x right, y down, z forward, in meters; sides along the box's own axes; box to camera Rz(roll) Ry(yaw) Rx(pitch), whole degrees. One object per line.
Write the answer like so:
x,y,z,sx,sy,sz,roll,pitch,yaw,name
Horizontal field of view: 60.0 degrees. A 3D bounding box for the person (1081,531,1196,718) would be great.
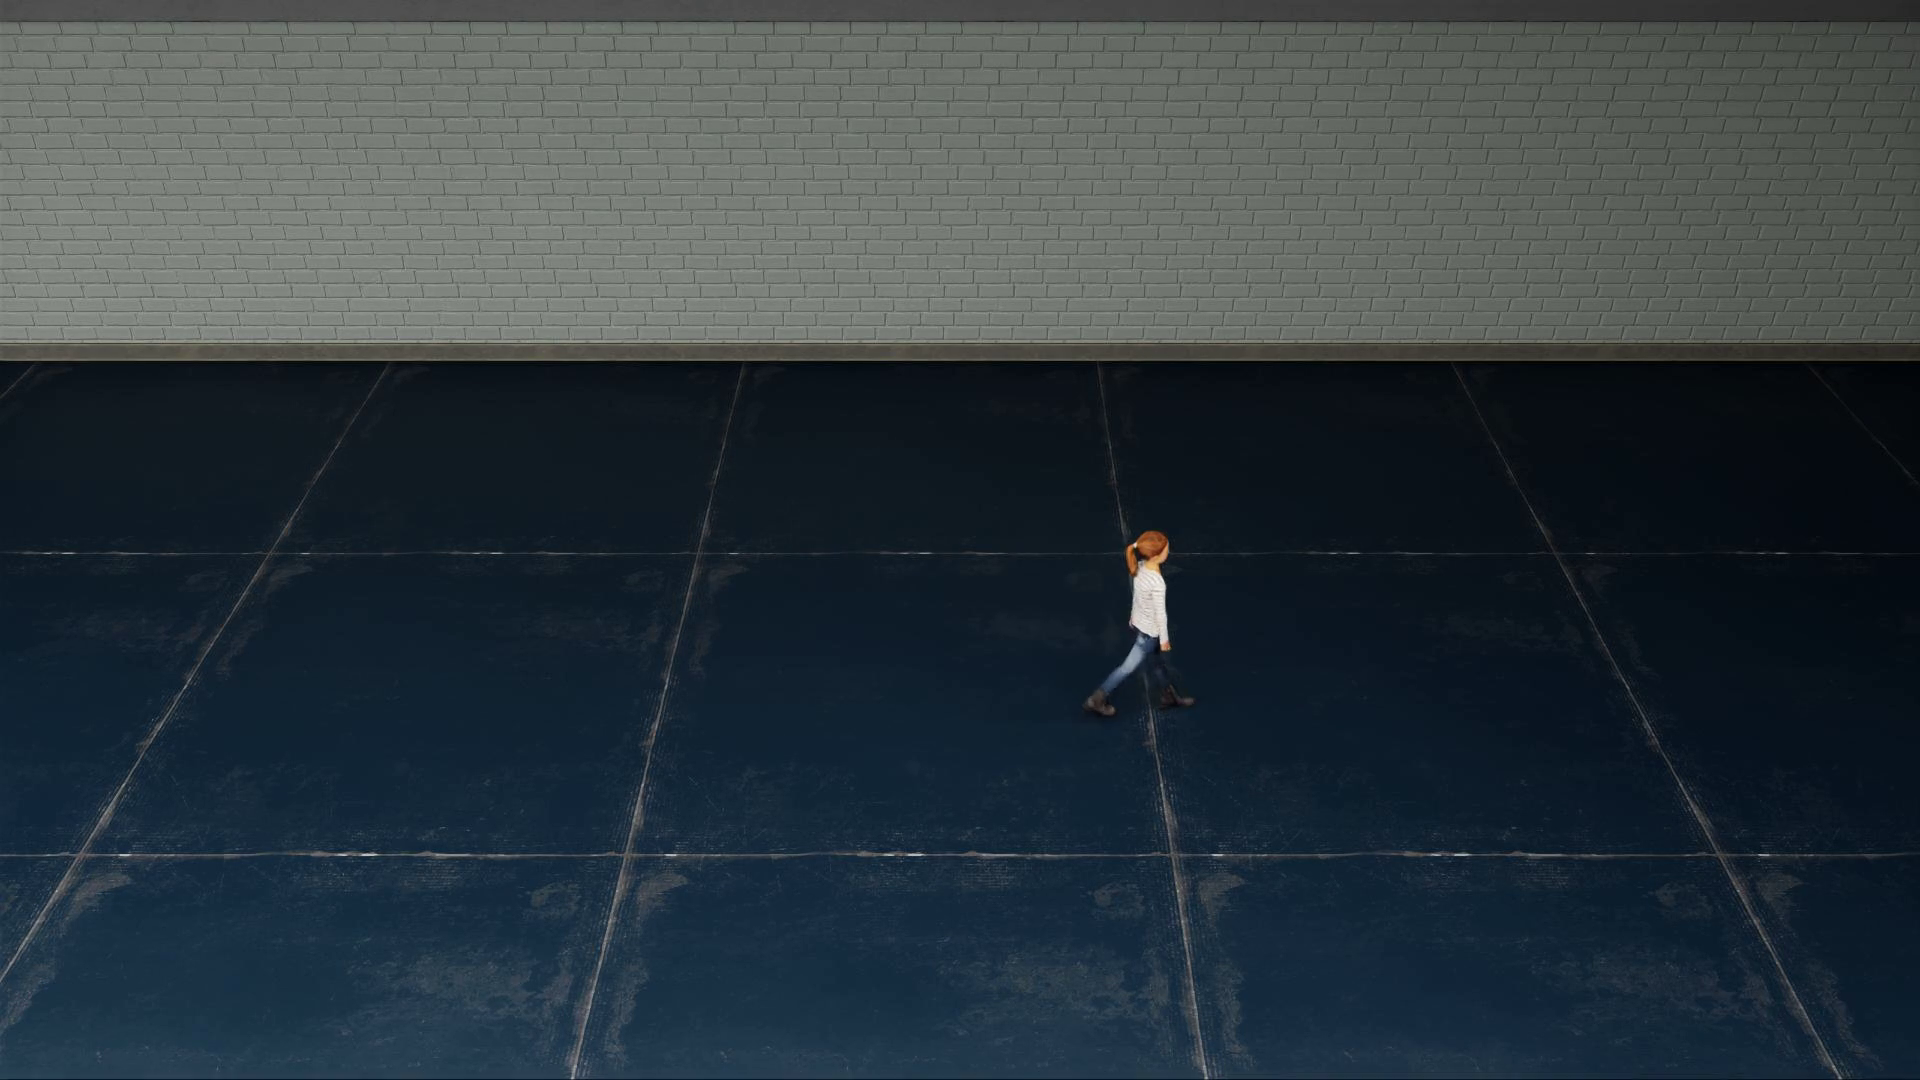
1.034,0.538,9.769,0.649,1.287,0.910,-6,34,-10,person
